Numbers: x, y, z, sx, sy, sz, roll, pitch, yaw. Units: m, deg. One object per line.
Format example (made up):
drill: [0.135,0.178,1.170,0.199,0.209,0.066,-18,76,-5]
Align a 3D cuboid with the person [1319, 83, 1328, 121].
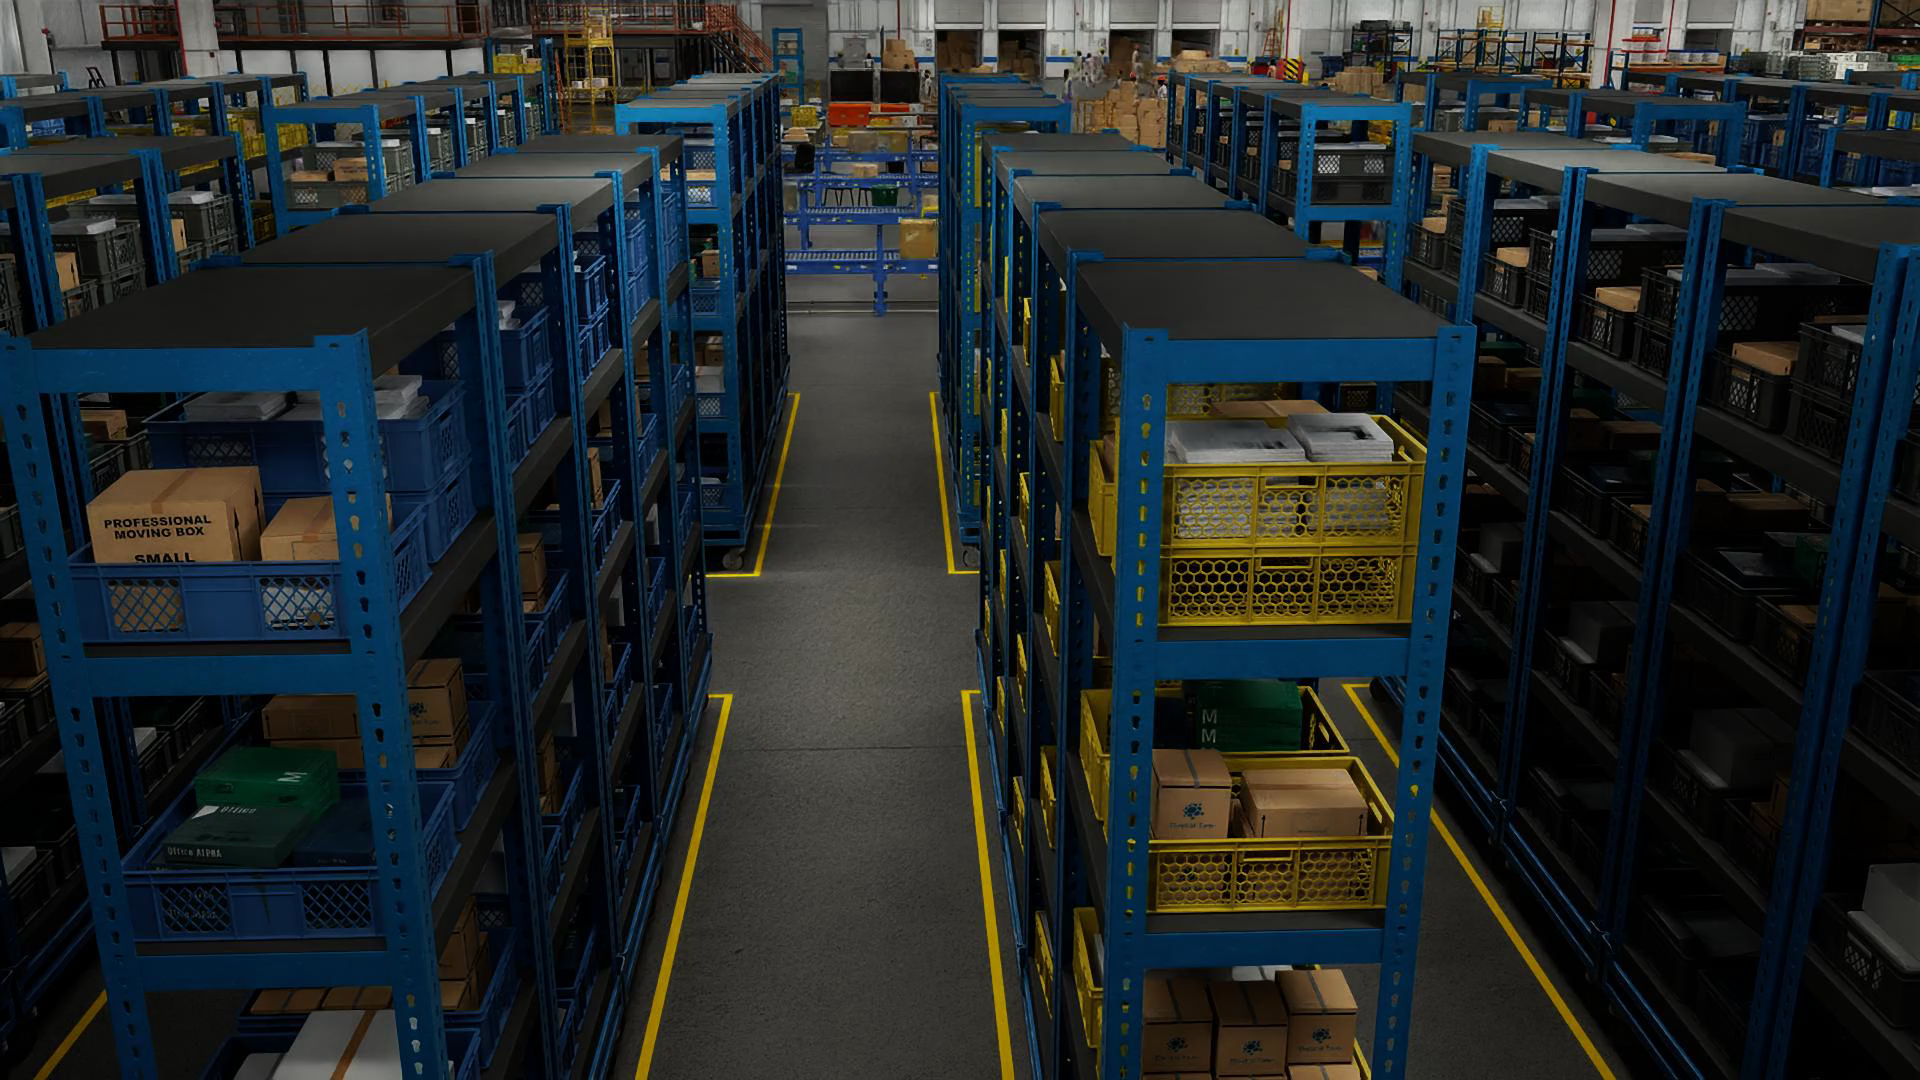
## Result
person: [12.340,-14.659,56.532,0.570,1.694,0.319,11,21,31]

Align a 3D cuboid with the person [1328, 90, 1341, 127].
person: [11.970,-13.563,53.235,0.524,1.617,0.343,-1,18,-2]

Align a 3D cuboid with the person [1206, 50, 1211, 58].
person: [12.997,-24.697,87.238,0.654,1.922,0.546,-16,24,-41]

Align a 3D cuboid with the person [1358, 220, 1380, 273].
person: [6.629,-5.151,27.012,0.505,1.753,0.530,-5,19,-15]

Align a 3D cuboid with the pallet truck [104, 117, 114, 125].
pallet truck: [-18.367,-7.885,35.078,1.885,1.965,0.823,1,18,2]

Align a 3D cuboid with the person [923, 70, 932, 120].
person: [-1.239,-16.869,63.076,0.323,1.875,0.530,-3,18,-10]

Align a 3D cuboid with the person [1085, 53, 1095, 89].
person: [6.751,-24.372,86.374,0.637,1.823,0.609,-9,20,-26]

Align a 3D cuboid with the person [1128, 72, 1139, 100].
person: [6.254,-16.011,60.406,1.006,1.880,0.580,-3,18,-9]

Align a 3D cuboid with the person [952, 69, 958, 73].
person: [-0.166,-16.874,63.024,0.625,1.922,0.996,-13,22,-35]

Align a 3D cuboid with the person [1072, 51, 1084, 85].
person: [6.317,-25.556,90.039,0.752,1.823,0.623,3,18,8]

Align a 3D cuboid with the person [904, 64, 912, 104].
person: [-2.211,-19.142,70.156,0.326,1.843,0.517,9,20,26]

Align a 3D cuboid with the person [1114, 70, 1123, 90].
person: [6.166,-17.036,63.674,0.842,1.830,0.541,8,20,24]

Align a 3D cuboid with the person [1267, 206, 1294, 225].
person: [4.054,-3.552,21.765,0.602,1.938,0.402,6,19,18]

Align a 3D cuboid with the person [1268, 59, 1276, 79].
person: [15.072,-22.371,80.401,0.320,1.690,0.535,14,22,36]

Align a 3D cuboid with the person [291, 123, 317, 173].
person: [-14.055,-8.162,35.939,0.984,1.994,0.612,14,23,37]

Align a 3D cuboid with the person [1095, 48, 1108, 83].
person: [7.951,-26.574,93.091,0.909,1.880,0.650,-3,18,-8]

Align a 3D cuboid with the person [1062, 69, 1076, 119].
person: [4.113,-16.969,63.352,0.481,1.900,0.598,-7,19,-19]

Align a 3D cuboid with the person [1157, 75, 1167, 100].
person: [6.889,-14.968,57.093,0.364,1.935,0.553,-2,18,-5]

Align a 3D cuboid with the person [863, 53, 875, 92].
person: [-4.544,-23.427,83.356,0.576,1.882,0.355,0,18,1]

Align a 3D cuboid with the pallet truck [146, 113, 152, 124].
pallet truck: [-18.087,-8.309,36.390,1.885,1.965,0.823,-1,18,-4]

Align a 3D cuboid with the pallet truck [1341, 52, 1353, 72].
pallet truck: [18.794,-23.123,82.231,0.823,1.965,1.885,-13,22,-35]

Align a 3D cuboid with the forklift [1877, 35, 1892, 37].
forklift: [44.168,-22.911,80.163,1.129,2.768,1.873,-1,18,-2]

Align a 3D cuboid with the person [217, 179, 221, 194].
person: [-16.034,-8.172,36.212,0.663,1.862,0.713,-10,21,-29]

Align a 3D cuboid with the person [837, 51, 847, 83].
person: [-6.566,-26.170,92.089,0.490,1.734,0.483,17,25,42]

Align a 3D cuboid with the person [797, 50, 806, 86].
person: [-8.591,-25.330,89.183,0.645,1.913,0.867,15,23,38]

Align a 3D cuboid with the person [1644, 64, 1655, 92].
person: [30.710,-20.406,74.004,0.584,1.882,0.345,-9,20,-25]

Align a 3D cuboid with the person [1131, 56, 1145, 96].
person: [8.445,-22.144,79.399,1.045,1.887,0.627,-8,19,-22]

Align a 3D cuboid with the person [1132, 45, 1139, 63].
person: [10.043,-27.242,94.979,0.375,1.997,0.611,-7,19,-19]
